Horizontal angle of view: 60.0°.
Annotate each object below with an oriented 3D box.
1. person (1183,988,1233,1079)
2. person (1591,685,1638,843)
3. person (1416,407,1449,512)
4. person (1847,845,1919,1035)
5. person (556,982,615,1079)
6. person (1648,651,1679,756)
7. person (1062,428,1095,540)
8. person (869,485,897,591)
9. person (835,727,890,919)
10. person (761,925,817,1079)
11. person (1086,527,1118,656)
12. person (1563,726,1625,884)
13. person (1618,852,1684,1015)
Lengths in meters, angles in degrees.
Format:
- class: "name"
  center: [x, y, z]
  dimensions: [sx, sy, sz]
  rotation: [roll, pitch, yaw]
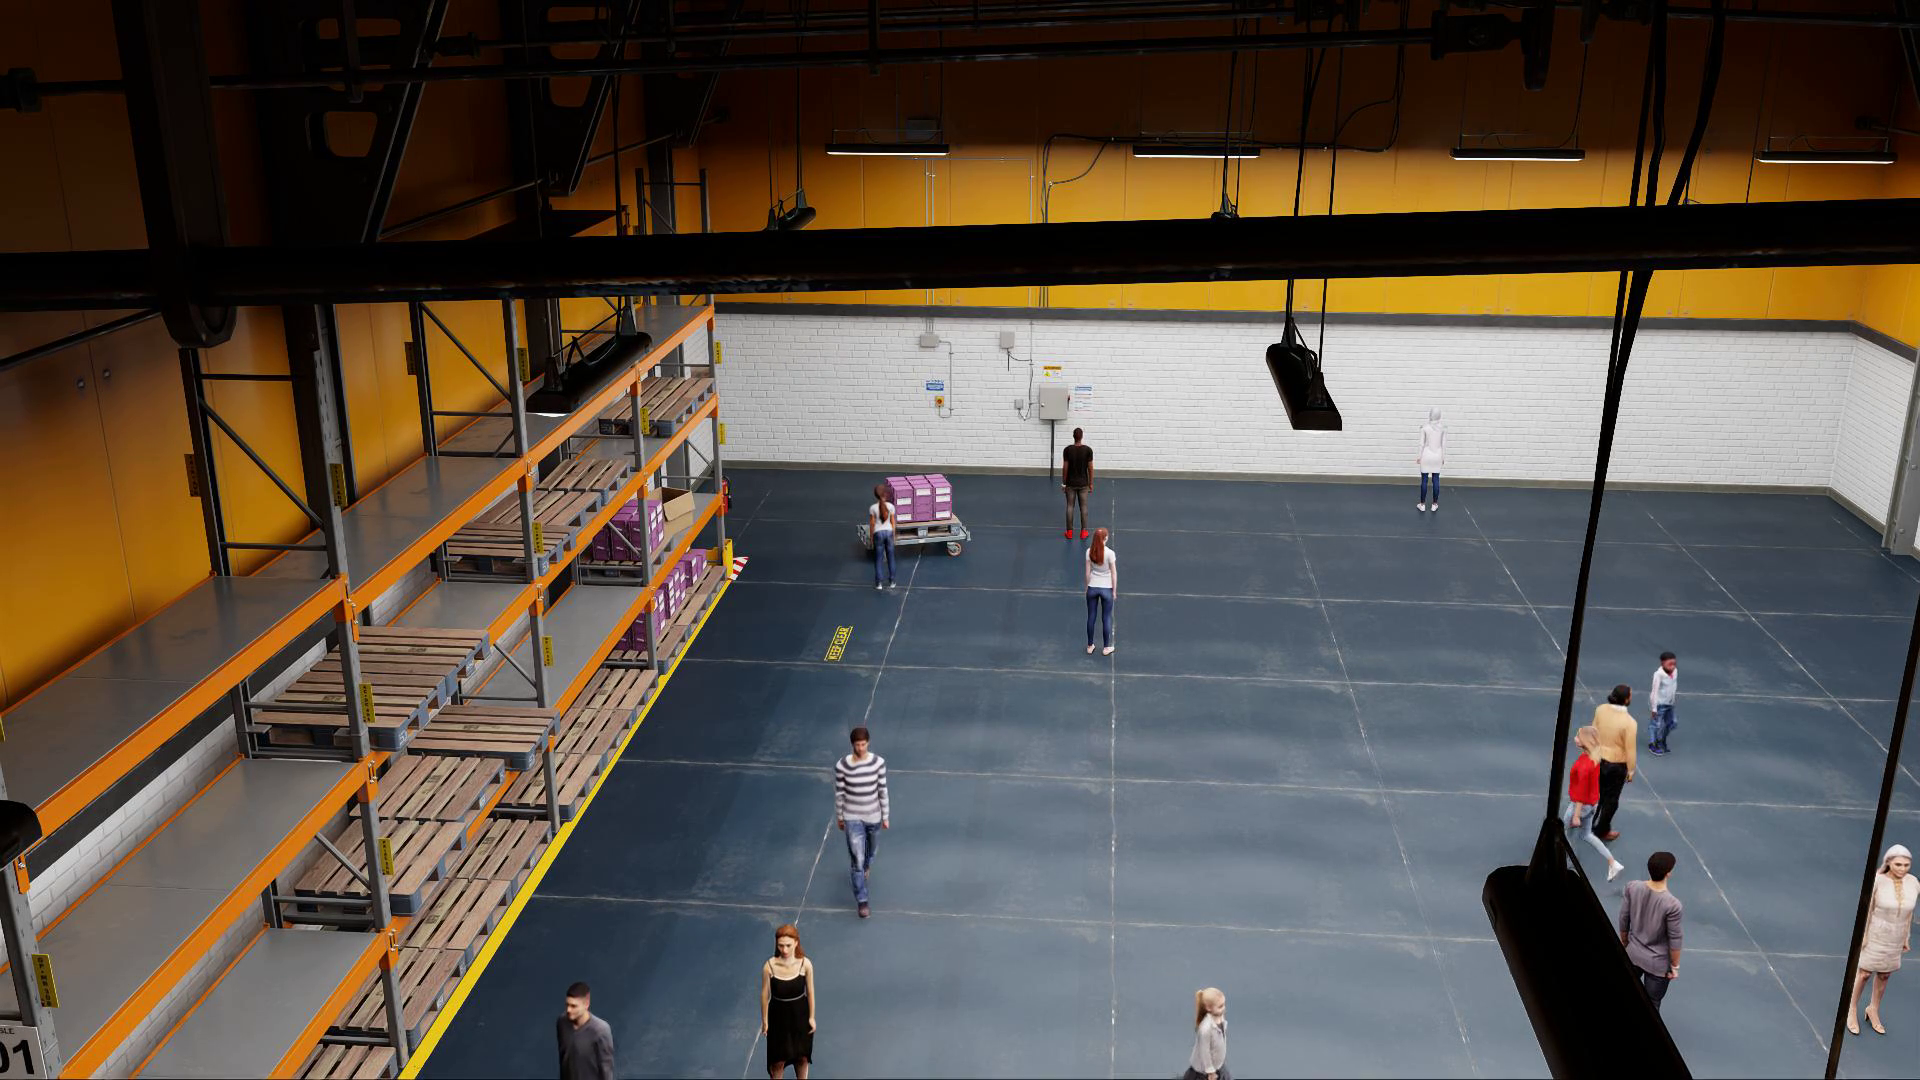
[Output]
- class: "person"
  center: [1.851, 3.988, 12.793]
  dimensions: [0.796, 1.254, 0.792]
  rotation: [15, 24, 38]
- class: "person"
  center: [6.603, 2.303, 17.033]
  dimensions: [0.866, 1.743, 0.779]
  rotation: [-10, 21, -26]
- class: "person"
  center: [7.896, -1.361, 27.862]
  dimensions: [0.609, 1.775, 0.530]
  rotation: [2, 19, 7]
- class: "person"
  center: [7.737, 3.343, 13.953]
  dimensions: [0.613, 1.736, 0.560]
  rotation: [0, 19, 0]
- class: "person"
  center: [-2.667, 3.967, 12.113]
  dimensions: [0.800, 1.730, 1.199]
  rotation: [6, 19, 17]
- class: "person"
  center: [8.057, 1.845, 19.161]
  dimensions: [0.596, 1.252, 0.632]
  rotation: [-7, 20, -19]
- class: "person"
  center: [1.861, -0.911, 26.480]
  dimensions: [0.657, 1.805, 0.521]
  rotation: [1, 19, 2]
- class: "person"
  center: [-1.123, -0.062, 24.337]
  dimensions: [0.590, 1.562, 0.591]
  rotation: [-4, 19, -11]
- class: "person"
  center: [-0.947, 2.621, 15.967]
  dimensions: [0.895, 1.820, 1.229]
  rotation: [-4, 19, -12]
- class: "person"
  center: [-1.329, 3.728, 12.985]
  dimensions: [0.625, 1.624, 0.630]
  rotation: [-3, 19, -9]
- class: "person"
  center: [1.841, 0.669, 21.890]
  dimensions: [0.612, 1.739, 0.600]
  rotation: [6, 20, 18]
- class: "person"
  center: [6.135, 2.619, 16.181]
  dimensions: [0.984, 1.687, 1.007]
  rotation: [14, 23, 35]
- class: "person"
  center: [5.639, 3.390, 13.633]
  dimensions: [0.799, 1.853, 0.725]
  rotation: [-14, 23, -35]
